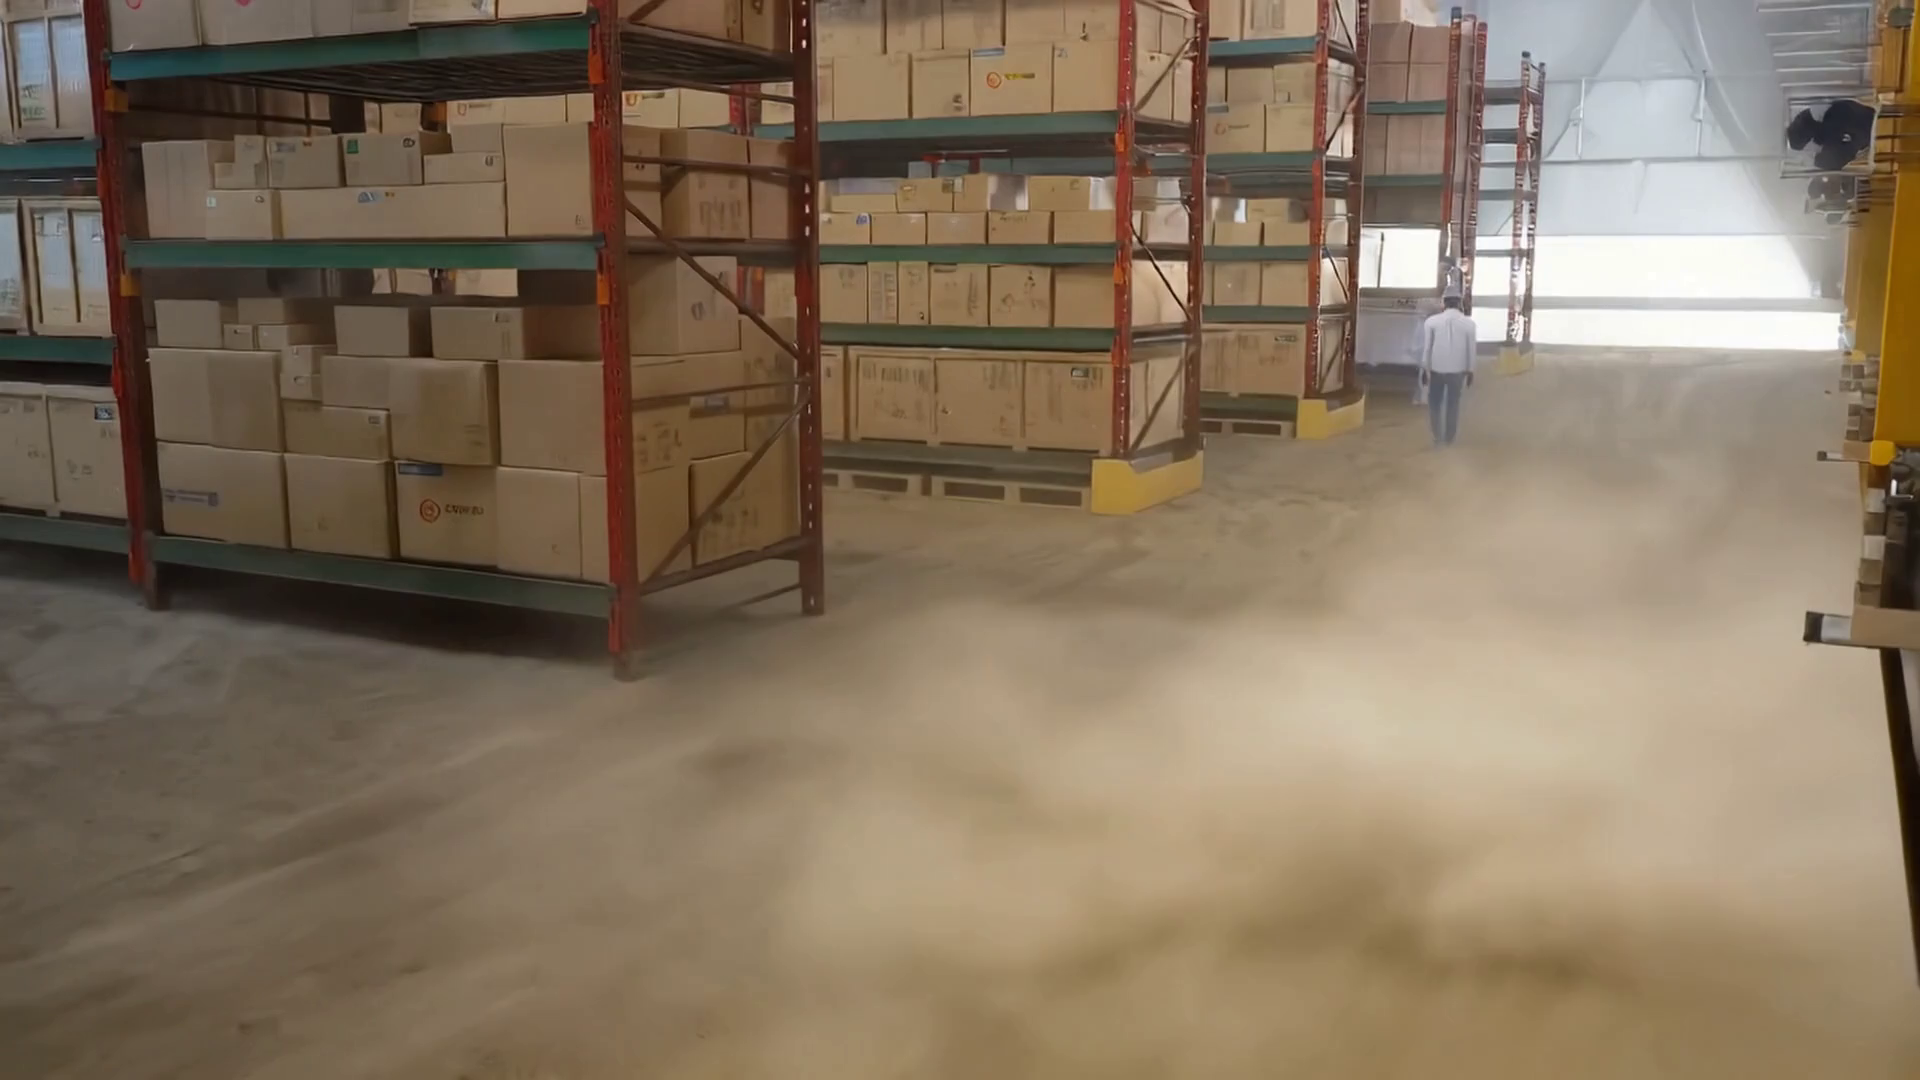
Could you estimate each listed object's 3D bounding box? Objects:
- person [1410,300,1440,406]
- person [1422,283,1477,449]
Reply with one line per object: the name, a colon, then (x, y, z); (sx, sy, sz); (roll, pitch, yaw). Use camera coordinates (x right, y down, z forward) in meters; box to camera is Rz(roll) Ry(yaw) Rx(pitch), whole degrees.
person: (7.173, -2.857, 25.467); (0.628, 1.609, 0.558); (0, 10, -1)
person: (5.791, -2.042, 19.700); (0.616, 1.980, 0.495); (3, 10, 15)
